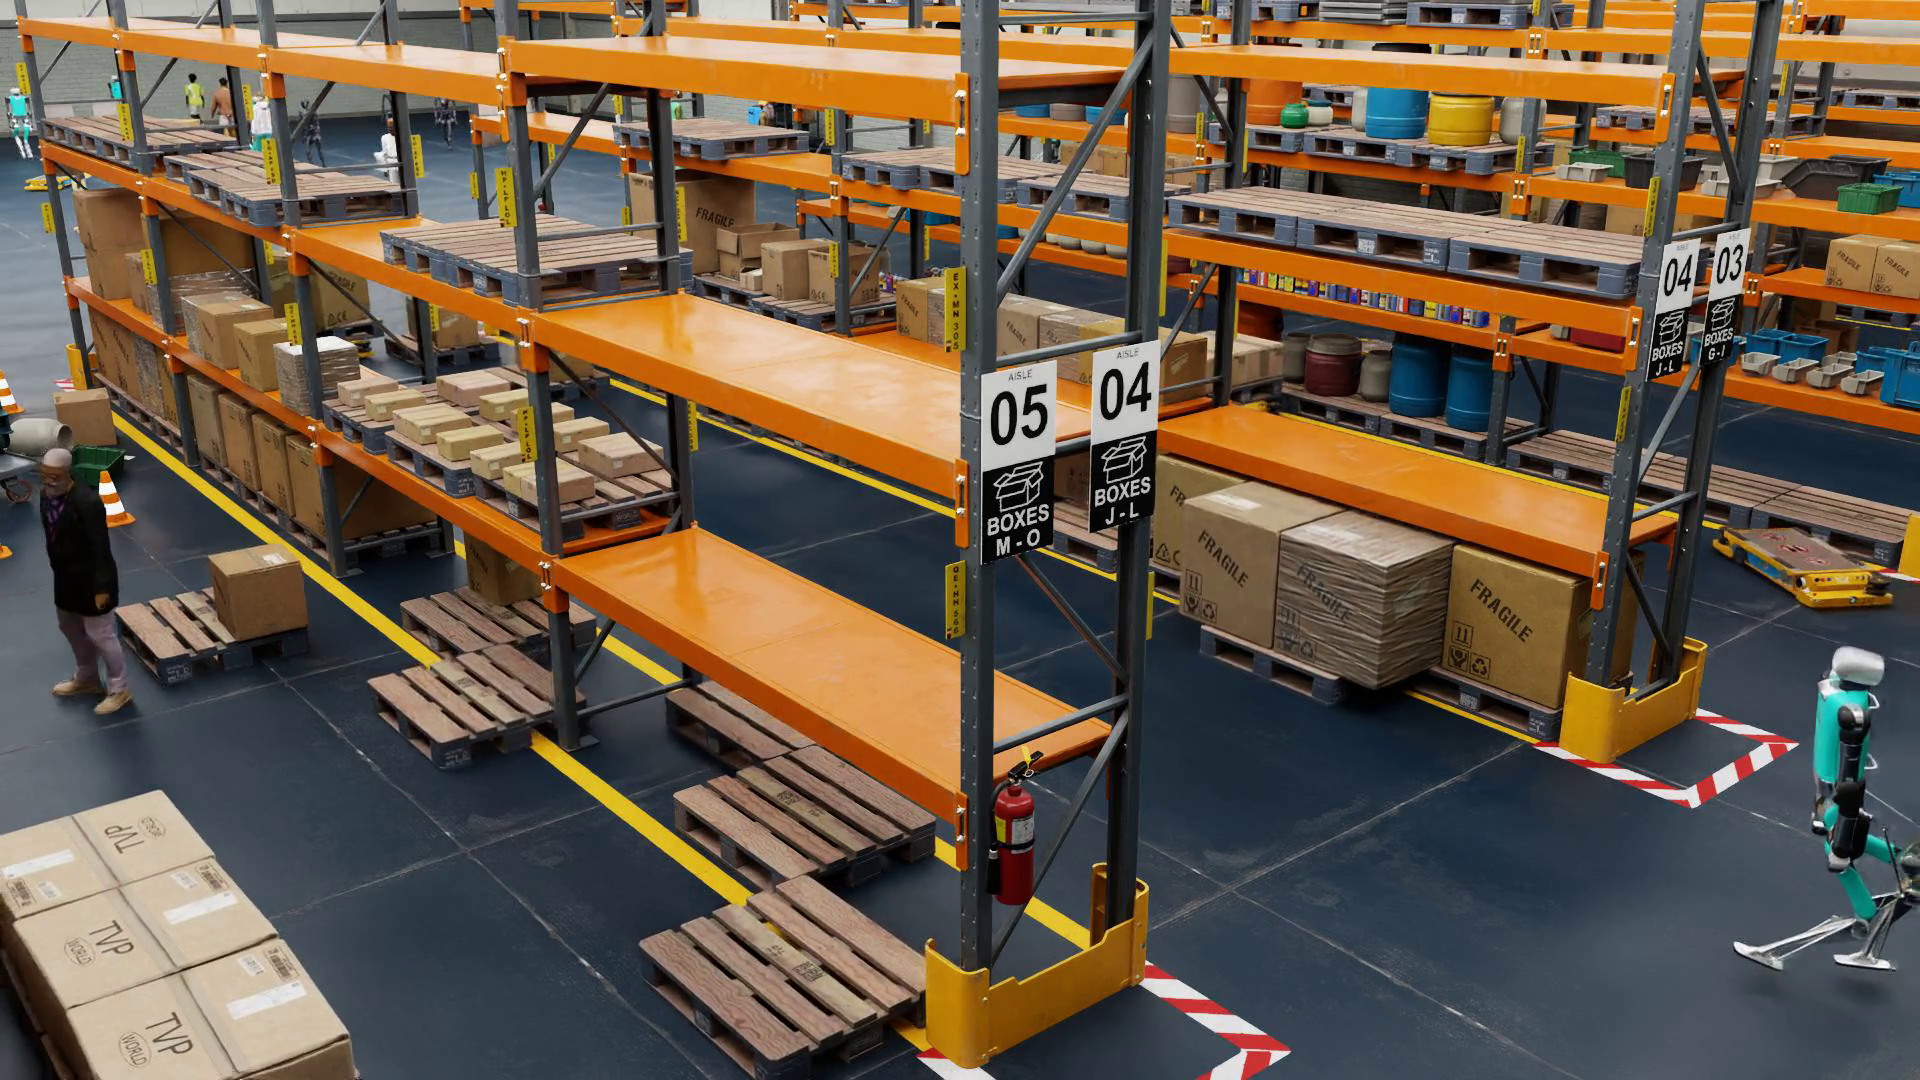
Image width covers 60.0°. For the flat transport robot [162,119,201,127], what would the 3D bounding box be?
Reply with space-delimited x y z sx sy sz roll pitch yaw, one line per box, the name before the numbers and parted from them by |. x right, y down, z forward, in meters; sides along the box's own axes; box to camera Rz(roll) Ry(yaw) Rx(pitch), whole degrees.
flat transport robot | -19.283 -9.562 41.148 0.659 0.231 1.431 2 19 5

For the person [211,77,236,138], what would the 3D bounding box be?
person | -18.912 -11.008 42.924 0.766 1.813 0.898 -10 21 -25

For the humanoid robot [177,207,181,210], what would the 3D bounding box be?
humanoid robot | -10.544 -3.802 22.651 0.413 1.640 0.601 11 22 28

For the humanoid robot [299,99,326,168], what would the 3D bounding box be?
humanoid robot | -15.058 -9.410 38.625 0.588 1.632 0.685 6 20 18

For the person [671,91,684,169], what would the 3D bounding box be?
person | -6.494 -9.397 38.128 0.391 1.971 0.479 -9 21 -24

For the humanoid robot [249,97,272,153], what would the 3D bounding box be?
humanoid robot | -16.033 -9.168 37.947 0.727 1.864 0.532 12 23 30

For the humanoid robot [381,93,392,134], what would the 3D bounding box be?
humanoid robot | -14.765 -11.044 43.285 0.605 1.642 0.504 -6 20 -17

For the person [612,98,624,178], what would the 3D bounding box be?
person | -7.597 -9.114 37.435 0.377 1.888 0.566 -7 21 -20

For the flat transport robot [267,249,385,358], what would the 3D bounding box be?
flat transport robot | -8.014 -2.451 20.911 1.431 0.231 0.659 18 26 41

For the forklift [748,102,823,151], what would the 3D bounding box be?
forklift | -4.526 -11.368 42.374 1.129 2.768 1.873 -15 24 -37

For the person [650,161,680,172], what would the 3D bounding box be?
person | -4.963 -5.940 28.285 0.613 1.963 0.361 10 22 27

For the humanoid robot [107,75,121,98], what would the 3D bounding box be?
humanoid robot | -22.442 -11.604 44.756 0.542 1.771 0.901 5 20 13

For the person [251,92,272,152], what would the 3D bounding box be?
person | -15.862 -9.207 37.745 0.824 1.859 0.562 18 26 42

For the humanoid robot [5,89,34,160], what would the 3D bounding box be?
humanoid robot | -22.797 -10.064 40.352 0.541 1.738 0.965 -13 23 -33

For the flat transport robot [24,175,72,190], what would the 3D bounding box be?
flat transport robot | -19.621 -7.752 35.999 0.659 0.231 1.431 -2 19 -5

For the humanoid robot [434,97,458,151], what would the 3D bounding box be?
humanoid robot | -13.190 -10.864 42.766 0.605 1.638 0.626 -1 19 -2

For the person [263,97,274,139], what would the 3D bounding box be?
person | -15.828 -9.394 38.450 0.549 1.726 0.441 14 24 35

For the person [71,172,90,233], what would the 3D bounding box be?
person | -15.877 -6.485 29.948 0.386 1.891 0.549 -13 23 -33

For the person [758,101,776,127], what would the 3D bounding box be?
person | -4.346 -9.086 37.536 0.402 1.763 0.542 8 21 23

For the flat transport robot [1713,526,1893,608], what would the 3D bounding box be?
flat transport robot | 6.746 0.200 13.366 0.659 0.231 1.431 -2 19 -6

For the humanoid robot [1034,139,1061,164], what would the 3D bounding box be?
humanoid robot | 1.766 -7.941 34.243 0.739 1.739 0.532 -2 19 -6

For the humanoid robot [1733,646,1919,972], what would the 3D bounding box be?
humanoid robot | 4.282 1.345 7.871 1.011 1.719 0.547 5 20 15

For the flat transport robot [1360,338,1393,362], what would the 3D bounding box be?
flat transport robot | 5.176 -2.222 20.260 0.659 0.231 1.431 -14 24 -34

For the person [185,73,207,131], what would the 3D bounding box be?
person | -21.335 -12.190 46.502 0.670 1.671 0.543 11 22 29

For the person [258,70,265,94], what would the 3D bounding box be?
person | -19.850 -12.705 47.692 0.403 1.870 0.494 7 21 19

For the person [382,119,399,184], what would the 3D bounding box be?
person | -10.636 -7.023 31.490 0.583 1.881 0.337 2 19 5

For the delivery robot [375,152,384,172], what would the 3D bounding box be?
delivery robot | -13.229 -8.881 38.803 0.814 0.611 0.499 -15 24 -36

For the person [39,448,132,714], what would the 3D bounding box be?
person | -5.785 0.252 10.885 0.742 1.820 0.387 11 22 28

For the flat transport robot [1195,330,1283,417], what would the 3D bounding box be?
flat transport robot | 2.751 -1.472 18.124 0.659 0.231 1.431 -15 24 -37
